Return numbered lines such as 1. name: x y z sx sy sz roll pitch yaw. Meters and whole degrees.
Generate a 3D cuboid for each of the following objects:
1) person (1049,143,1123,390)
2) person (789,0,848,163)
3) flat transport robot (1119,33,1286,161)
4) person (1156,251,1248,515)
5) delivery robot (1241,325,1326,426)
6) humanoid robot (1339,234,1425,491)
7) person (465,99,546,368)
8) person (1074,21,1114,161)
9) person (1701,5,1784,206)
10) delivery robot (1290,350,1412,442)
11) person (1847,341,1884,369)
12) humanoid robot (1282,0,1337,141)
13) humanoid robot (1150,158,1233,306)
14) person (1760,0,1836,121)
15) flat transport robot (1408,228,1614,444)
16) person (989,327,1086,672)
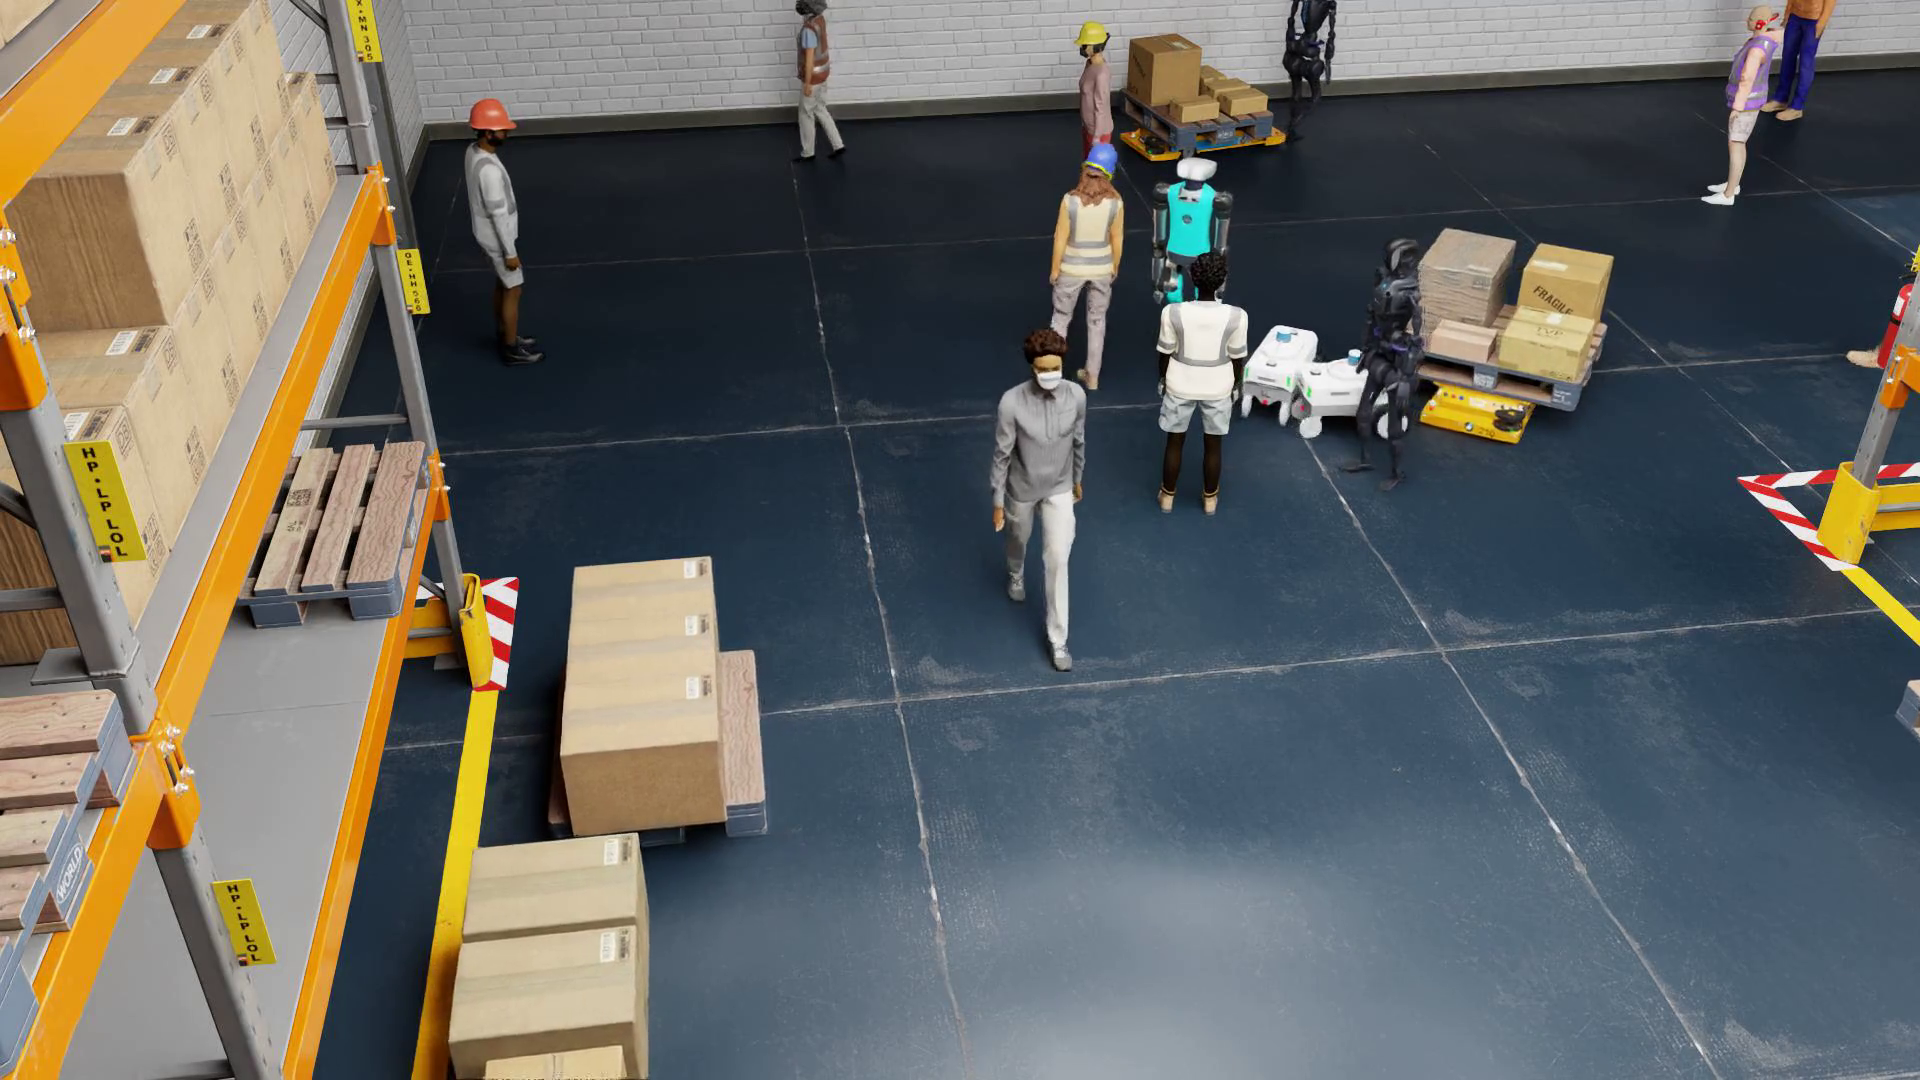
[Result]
1. person: 0.829 -1.826 11.299 0.539 1.754 0.329 -1 33 -2
2. person: -1.302 -4.199 15.020 0.596 1.678 0.503 6 34 9
3. flat transport robot: 2.301 -3.860 15.768 1.431 0.231 0.659 -12 35 -18
4. person: 1.425 -0.914 9.948 0.533 1.693 0.320 4 33 7
5. delivery robot: 2.203 -1.180 11.409 0.499 0.605 0.781 15 36 21
6. humanoid robot: 2.644 -1.092 10.238 0.321 1.655 0.586 -11 35 -16
7. person: -3.189 -2.131 11.608 0.387 1.922 0.549 -15 36 -21
8. person: 1.083 -3.377 13.667 0.336 1.757 0.516 -5 33 -8
9. person: 6.719 -3.727 14.268 0.353 1.685 0.484 17 37 24
10. delivery robot: 2.622 -0.979 11.097 0.805 0.601 0.499 -2 33 -2
11. person: 6.906 -1.982 11.456 0.932 1.830 0.527 12 35 18
12. humanoid robot: 3.179 -4.511 15.478 0.434 1.647 0.601 -23 40 -31
13. humanoid robot: 1.608 -1.776 11.303 0.533 1.854 0.801 13 35 19
14. person: 8.188 -5.082 16.089 0.405 1.972 0.519 -12 35 -18
15. flat transport robot: 3.715 -1.120 11.568 0.659 0.231 1.431 16 36 23
16. person: 0.410 -0.305 8.881 0.555 1.844 0.993 -5 34 -8
